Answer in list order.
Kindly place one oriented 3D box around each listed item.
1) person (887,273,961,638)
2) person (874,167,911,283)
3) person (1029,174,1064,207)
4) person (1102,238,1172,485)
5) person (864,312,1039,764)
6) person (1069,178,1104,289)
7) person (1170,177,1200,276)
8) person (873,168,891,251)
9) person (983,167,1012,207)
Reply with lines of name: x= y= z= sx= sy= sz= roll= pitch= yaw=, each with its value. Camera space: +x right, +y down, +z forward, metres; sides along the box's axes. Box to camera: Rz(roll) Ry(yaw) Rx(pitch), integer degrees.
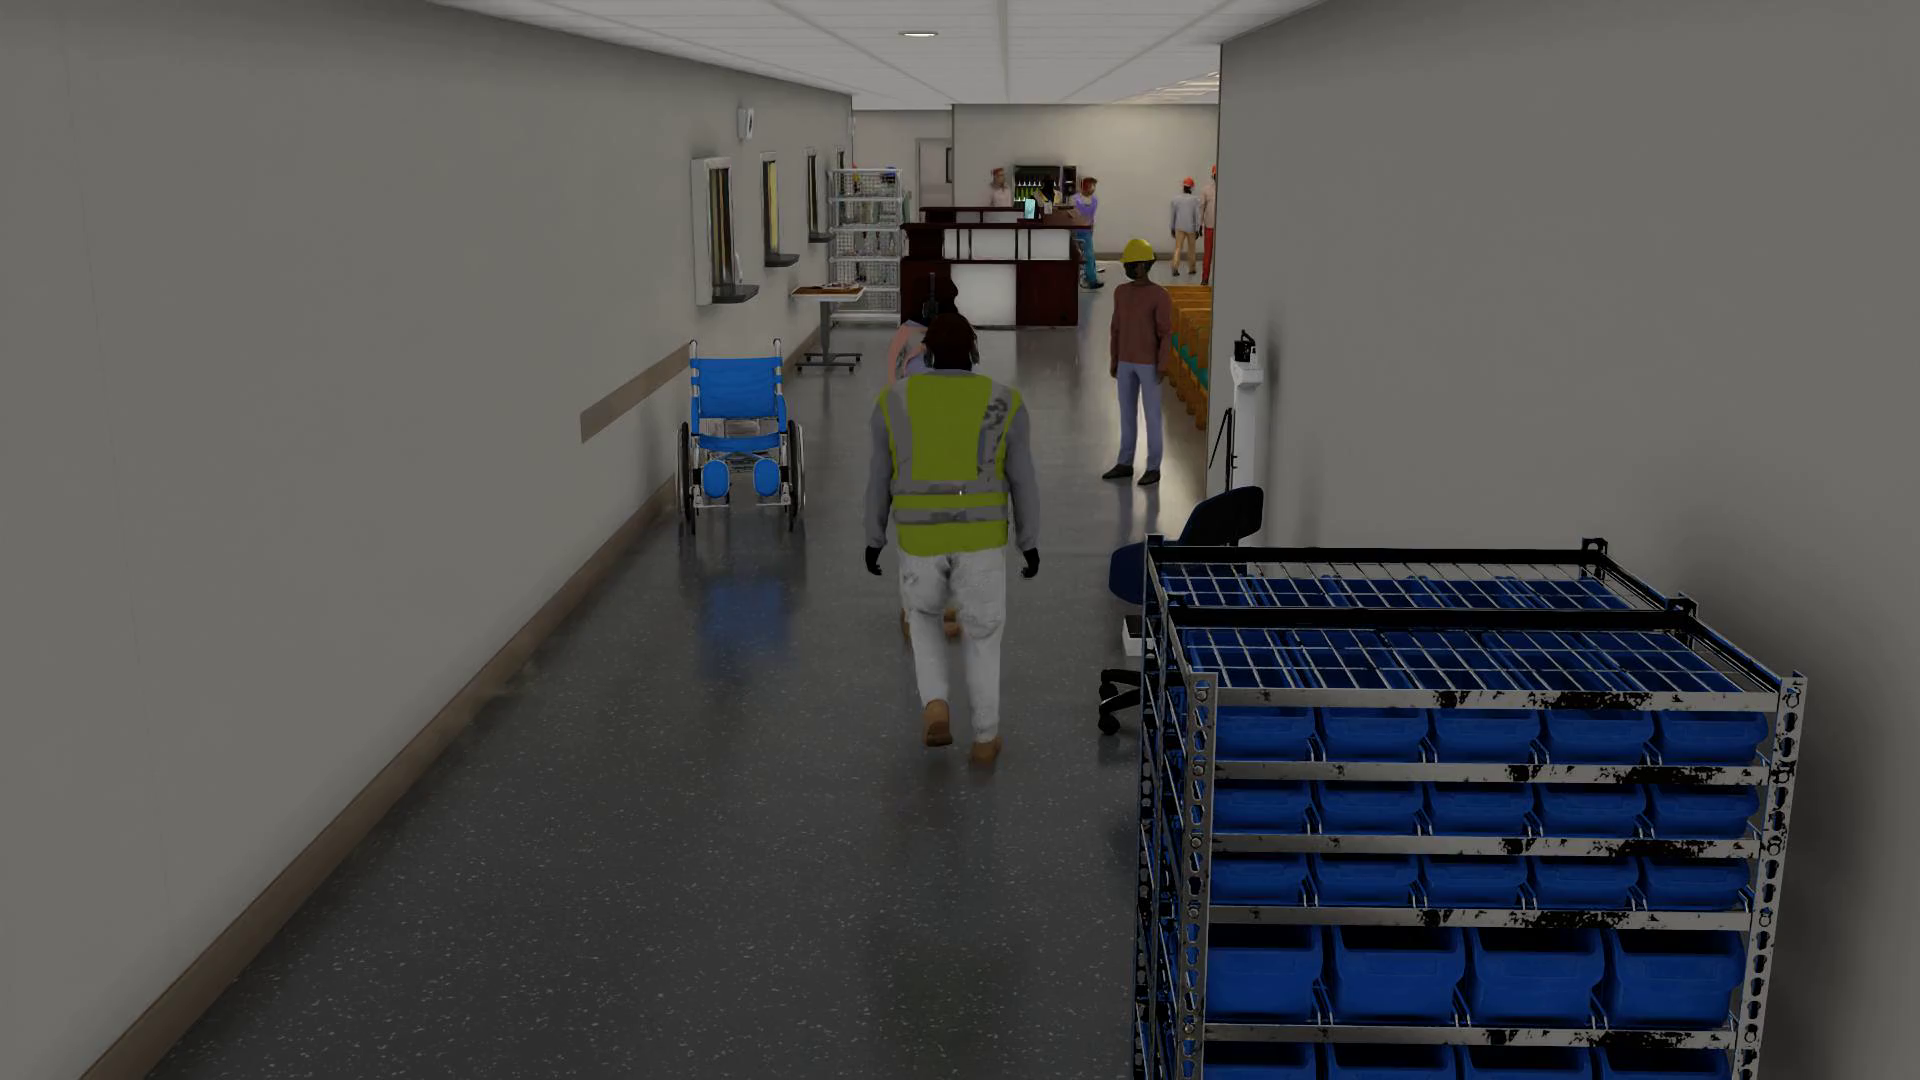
person: x=-0.157 y=-0.420 z=8.373 sx=0.431 sy=1.836 sz=0.619 roll=-2 pitch=14 yaw=-9
person: x=-1.107 y=-5.116 z=27.205 sx=0.606 sy=1.940 sz=0.419 roll=2 pitch=14 yaw=8
person: x=1.409 y=-4.966 z=26.818 sx=0.628 sy=1.838 sz=0.430 roll=-6 pitch=15 yaw=-23
person: x=1.281 y=-1.280 z=11.992 sx=0.331 sy=1.768 sz=0.527 roll=-13 pitch=19 yaw=-41
person: x=-0.031 y=0.001 z=6.692 sx=0.720 sy=1.814 sz=0.435 roll=1 pitch=14 yaw=5
person: x=1.978 y=-4.952 z=26.875 sx=0.604 sy=1.774 sz=1.000 roll=-8 pitch=16 yaw=-28
person: x=3.955 y=-5.505 z=29.244 sx=0.573 sy=1.716 sz=0.875 roll=7 pitch=15 yaw=25
person: x=-1.554 y=-6.895 z=34.799 sx=0.541 sy=1.747 sz=0.363 roll=4 pitch=14 yaw=14
person: x=0.652 y=-5.512 z=28.897 sx=0.624 sy=1.893 sz=0.659 roll=12 pitch=18 yaw=39
